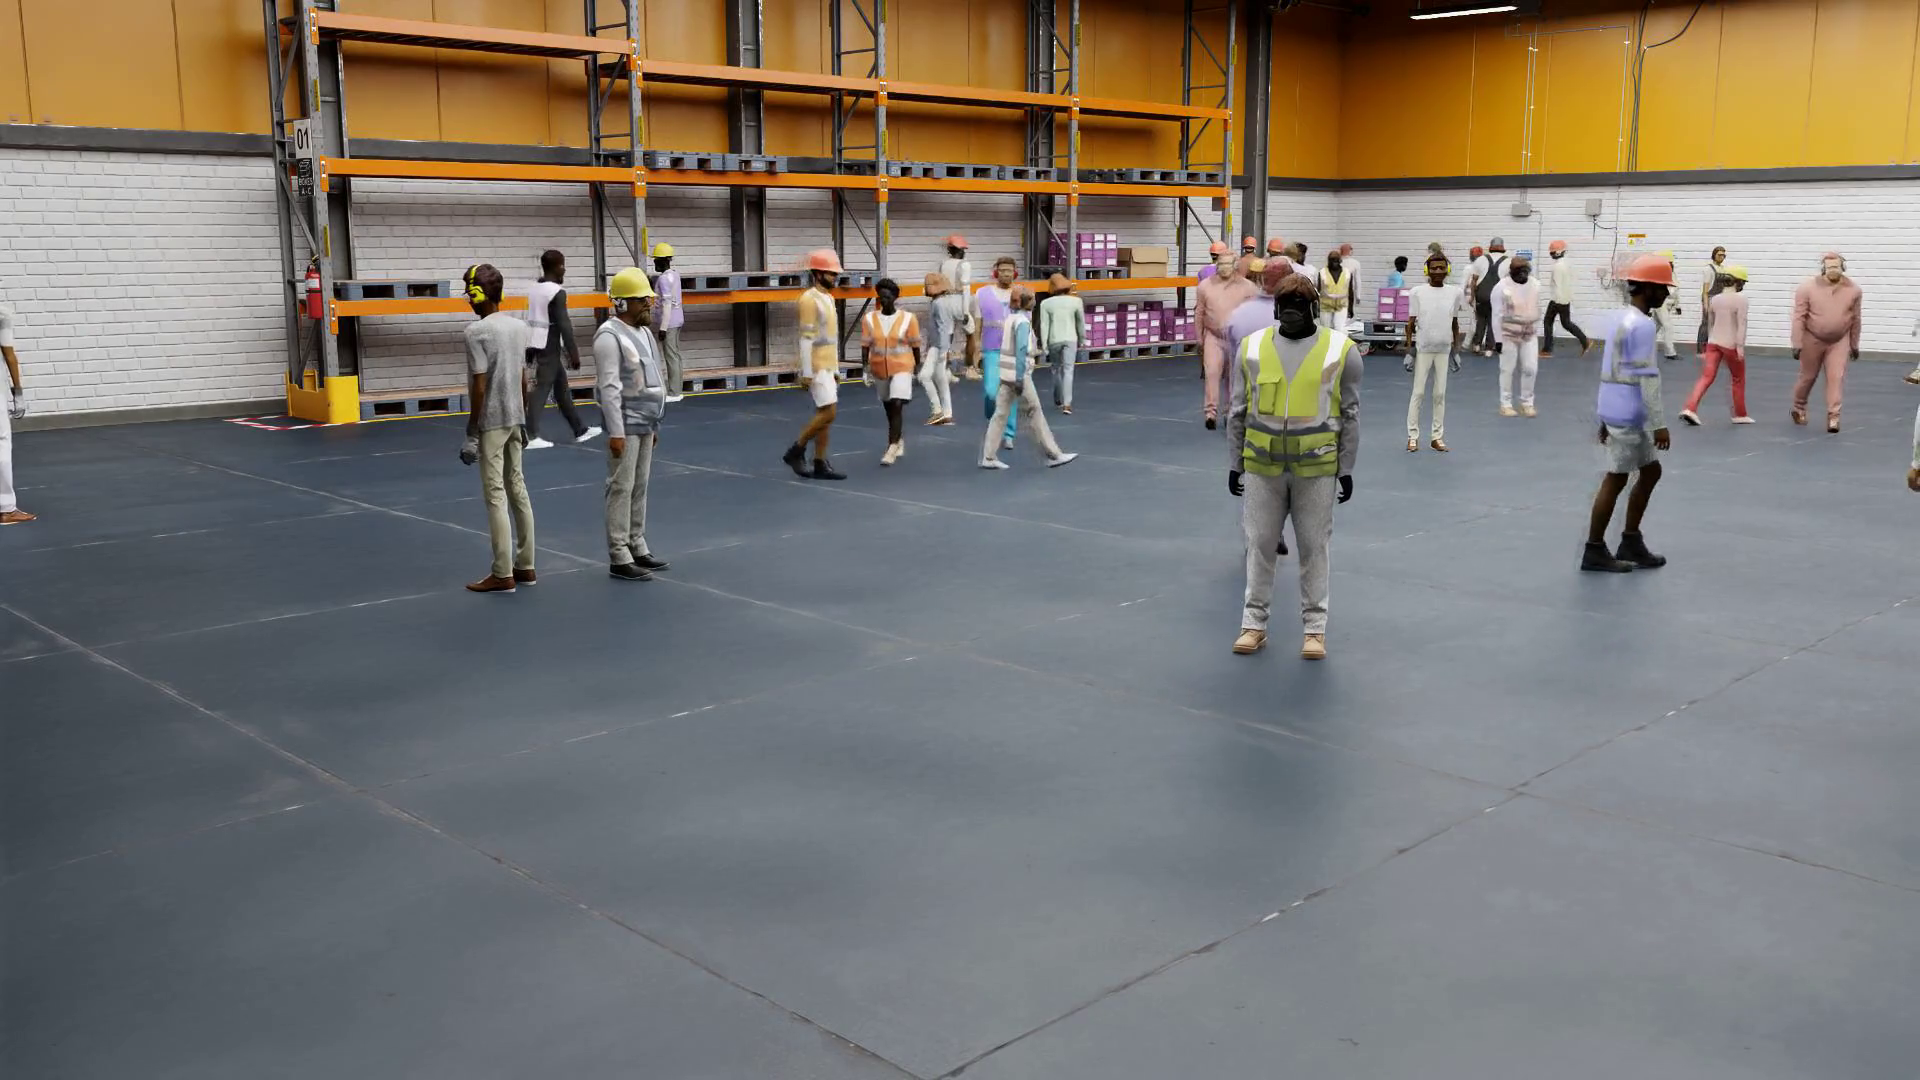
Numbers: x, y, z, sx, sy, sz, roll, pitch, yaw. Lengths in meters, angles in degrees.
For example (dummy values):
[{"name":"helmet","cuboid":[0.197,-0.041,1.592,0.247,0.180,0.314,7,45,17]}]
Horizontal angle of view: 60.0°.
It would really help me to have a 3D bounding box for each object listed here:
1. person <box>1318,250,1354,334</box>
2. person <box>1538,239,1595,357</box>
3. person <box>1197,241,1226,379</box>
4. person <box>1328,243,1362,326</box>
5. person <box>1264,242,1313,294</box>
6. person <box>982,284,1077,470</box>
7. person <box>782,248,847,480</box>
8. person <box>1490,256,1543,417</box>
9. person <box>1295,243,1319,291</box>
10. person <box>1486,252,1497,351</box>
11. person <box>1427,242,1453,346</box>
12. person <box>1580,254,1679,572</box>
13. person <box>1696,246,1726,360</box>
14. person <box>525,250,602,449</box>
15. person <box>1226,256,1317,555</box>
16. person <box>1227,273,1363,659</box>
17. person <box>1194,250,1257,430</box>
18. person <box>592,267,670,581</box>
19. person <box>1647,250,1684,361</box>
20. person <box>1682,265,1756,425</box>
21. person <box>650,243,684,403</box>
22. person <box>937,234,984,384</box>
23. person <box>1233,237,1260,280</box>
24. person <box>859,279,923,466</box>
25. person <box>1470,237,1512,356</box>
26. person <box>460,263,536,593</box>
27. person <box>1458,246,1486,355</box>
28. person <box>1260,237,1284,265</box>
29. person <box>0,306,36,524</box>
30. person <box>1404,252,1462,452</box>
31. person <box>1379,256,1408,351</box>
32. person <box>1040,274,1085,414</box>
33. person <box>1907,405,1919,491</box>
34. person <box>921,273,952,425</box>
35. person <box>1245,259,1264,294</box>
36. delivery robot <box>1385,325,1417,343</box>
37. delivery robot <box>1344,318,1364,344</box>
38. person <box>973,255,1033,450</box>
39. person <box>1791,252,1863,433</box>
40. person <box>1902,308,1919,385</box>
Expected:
[{"name":"person","cuboid":[5.878,-3.674,26.256,0.663,1.802,0.855,1,10,4]},{"name":"person","cuboid":[10.047,-3.981,27.513,0.878,1.957,0.637,9,13,39]},{"name":"person","cuboid":[3.604,-3.232,23.449,0.547,1.938,0.377,9,14,41]},{"name":"person","cuboid":[6.963,-4.443,30.214,0.642,1.884,0.551,5,12,26]},{"name":"person","cuboid":[4.350,-2.961,22.012,0.683,1.923,0.436,4,11,20]},{"name":"person","cuboid":[0.571,-1.394,14.344,0.846,1.592,0.530,-3,11,-14]},{"name":"person","cuboid":[-1.145,-1.430,13.691,0.443,1.921,0.544,3,11,14]},{"name":"person","cuboid":[6.175,-2.252,18.502,0.654,1.797,0.570,-2,11,-10]},{"name":"person","cuboid":[5.024,-3.448,24.725,0.617,1.901,1.030,1,10,4]},{"name":"person","cuboid":[9.355,-4.151,28.980,0.579,1.738,0.520,-8,13,-36]},{"name":"person","cuboid":[8.654,-4.474,30.410,0.875,1.890,0.661,2,11,11]},{"name":"person","cuboid":[4.073,-0.736,9.925,0.667,1.911,0.551,2,11,13]},{"name":"person","cuboid":[12.304,-3.870,27.187,0.514,1.841,0.326,-8,13,-37]},{"name":"person","cuboid":[-3.819,-1.824,15.932,0.956,1.871,0.620,-8,13,-37]},{"name":"person","cuboid":[1.958,-0.824,10.435,0.644,1.895,0.449,8,13,38]},{"name":"person","cuboid":[1.587,-0.349,7.993,0.633,1.843,0.429,4,11,20]},{"name":"person","cuboid":[2.774,-2.079,17.389,0.649,1.857,0.966,1,10,7]},{"name":"person","cuboid":[-1.935,-0.688,9.858,0.404,1.834,0.591,2,11,12]},{"name":"person","cuboid":[11.377,-3.819,27.082,0.592,1.792,0.927,-9,14,-42]},{"name":"person","cuboid":[8.130,-2.069,17.737,0.919,1.719,0.525,-5,11,-25]},{"name":"person","cuboid":[-3.552,-2.629,20.185,0.374,1.928,0.584,1,10,3]},{"name":"person","cuboid":[0.022,-3.159,22.806,0.622,2.015,0.822,10,14,44]},{"name":"person","cuboid":[4.757,-3.987,27.407,0.610,1.996,0.379,1,10,5]},{"name":"person","cuboid":[-0.605,-1.513,14.886,0.550,1.644,0.920,3,11,15]},{"name":"person","cuboid":[8.965,-4.111,27.961,0.710,2.000,0.619,4,11,22]},{"name":"person","cuboid":[-2.646,-0.625,9.451,0.329,1.861,0.515,4,11,21]},{"name":"person","cuboid":[8.819,-4.084,28.371,0.629,1.856,0.959,-4,11,-19]},{"name":"person","cuboid":[5.029,-3.876,26.831,0.656,1.996,0.691,6,12,29]},{"name":"person","cuboid":[-6.849,-1.035,11.699,0.514,1.862,0.353,1,10,6]},{"name":"person","cuboid":[4.431,-1.753,15.575,0.531,1.869,0.310,0,10,0]},{"name":"person","cuboid":[7.532,-4.137,29.102,0.603,1.670,0.544,-1,10,-4]},{"name":"person","cuboid":[1.174,-2.256,19.096,0.519,1.578,0.902,1,10,5]},{"name":"person","cuboid":[4.814,-0.342,7.788,0.647,1.890,0.980,3,11,17]},{"name":"person","cuboid":[-0.292,-2.018,17.686,0.473,1.616,0.534,-1,10,-6]},{"name":"person","cuboid":[4.101,-3.016,22.907,0.491,1.707,0.746,9,14,41]},{"name":"delivery robot","cuboid":[7.755,-3.661,29.308,0.707,0.478,0.477,0,10,-1]},{"name":"delivery robot","cuboid":[7.033,-3.677,29.393,0.707,0.478,0.477,0,10,0]},{"name":"person","cuboid":[0.412,-1.788,15.846,0.584,1.834,0.502,-1,10,-4]},{"name":"person","cuboid":[9.052,-2.077,17.407,0.693,1.855,0.988,3,11,15]},{"name":"person","cuboid":[12.852,-2.824,22.113,0.527,1.597,0.777,-5,12,-26]}]
